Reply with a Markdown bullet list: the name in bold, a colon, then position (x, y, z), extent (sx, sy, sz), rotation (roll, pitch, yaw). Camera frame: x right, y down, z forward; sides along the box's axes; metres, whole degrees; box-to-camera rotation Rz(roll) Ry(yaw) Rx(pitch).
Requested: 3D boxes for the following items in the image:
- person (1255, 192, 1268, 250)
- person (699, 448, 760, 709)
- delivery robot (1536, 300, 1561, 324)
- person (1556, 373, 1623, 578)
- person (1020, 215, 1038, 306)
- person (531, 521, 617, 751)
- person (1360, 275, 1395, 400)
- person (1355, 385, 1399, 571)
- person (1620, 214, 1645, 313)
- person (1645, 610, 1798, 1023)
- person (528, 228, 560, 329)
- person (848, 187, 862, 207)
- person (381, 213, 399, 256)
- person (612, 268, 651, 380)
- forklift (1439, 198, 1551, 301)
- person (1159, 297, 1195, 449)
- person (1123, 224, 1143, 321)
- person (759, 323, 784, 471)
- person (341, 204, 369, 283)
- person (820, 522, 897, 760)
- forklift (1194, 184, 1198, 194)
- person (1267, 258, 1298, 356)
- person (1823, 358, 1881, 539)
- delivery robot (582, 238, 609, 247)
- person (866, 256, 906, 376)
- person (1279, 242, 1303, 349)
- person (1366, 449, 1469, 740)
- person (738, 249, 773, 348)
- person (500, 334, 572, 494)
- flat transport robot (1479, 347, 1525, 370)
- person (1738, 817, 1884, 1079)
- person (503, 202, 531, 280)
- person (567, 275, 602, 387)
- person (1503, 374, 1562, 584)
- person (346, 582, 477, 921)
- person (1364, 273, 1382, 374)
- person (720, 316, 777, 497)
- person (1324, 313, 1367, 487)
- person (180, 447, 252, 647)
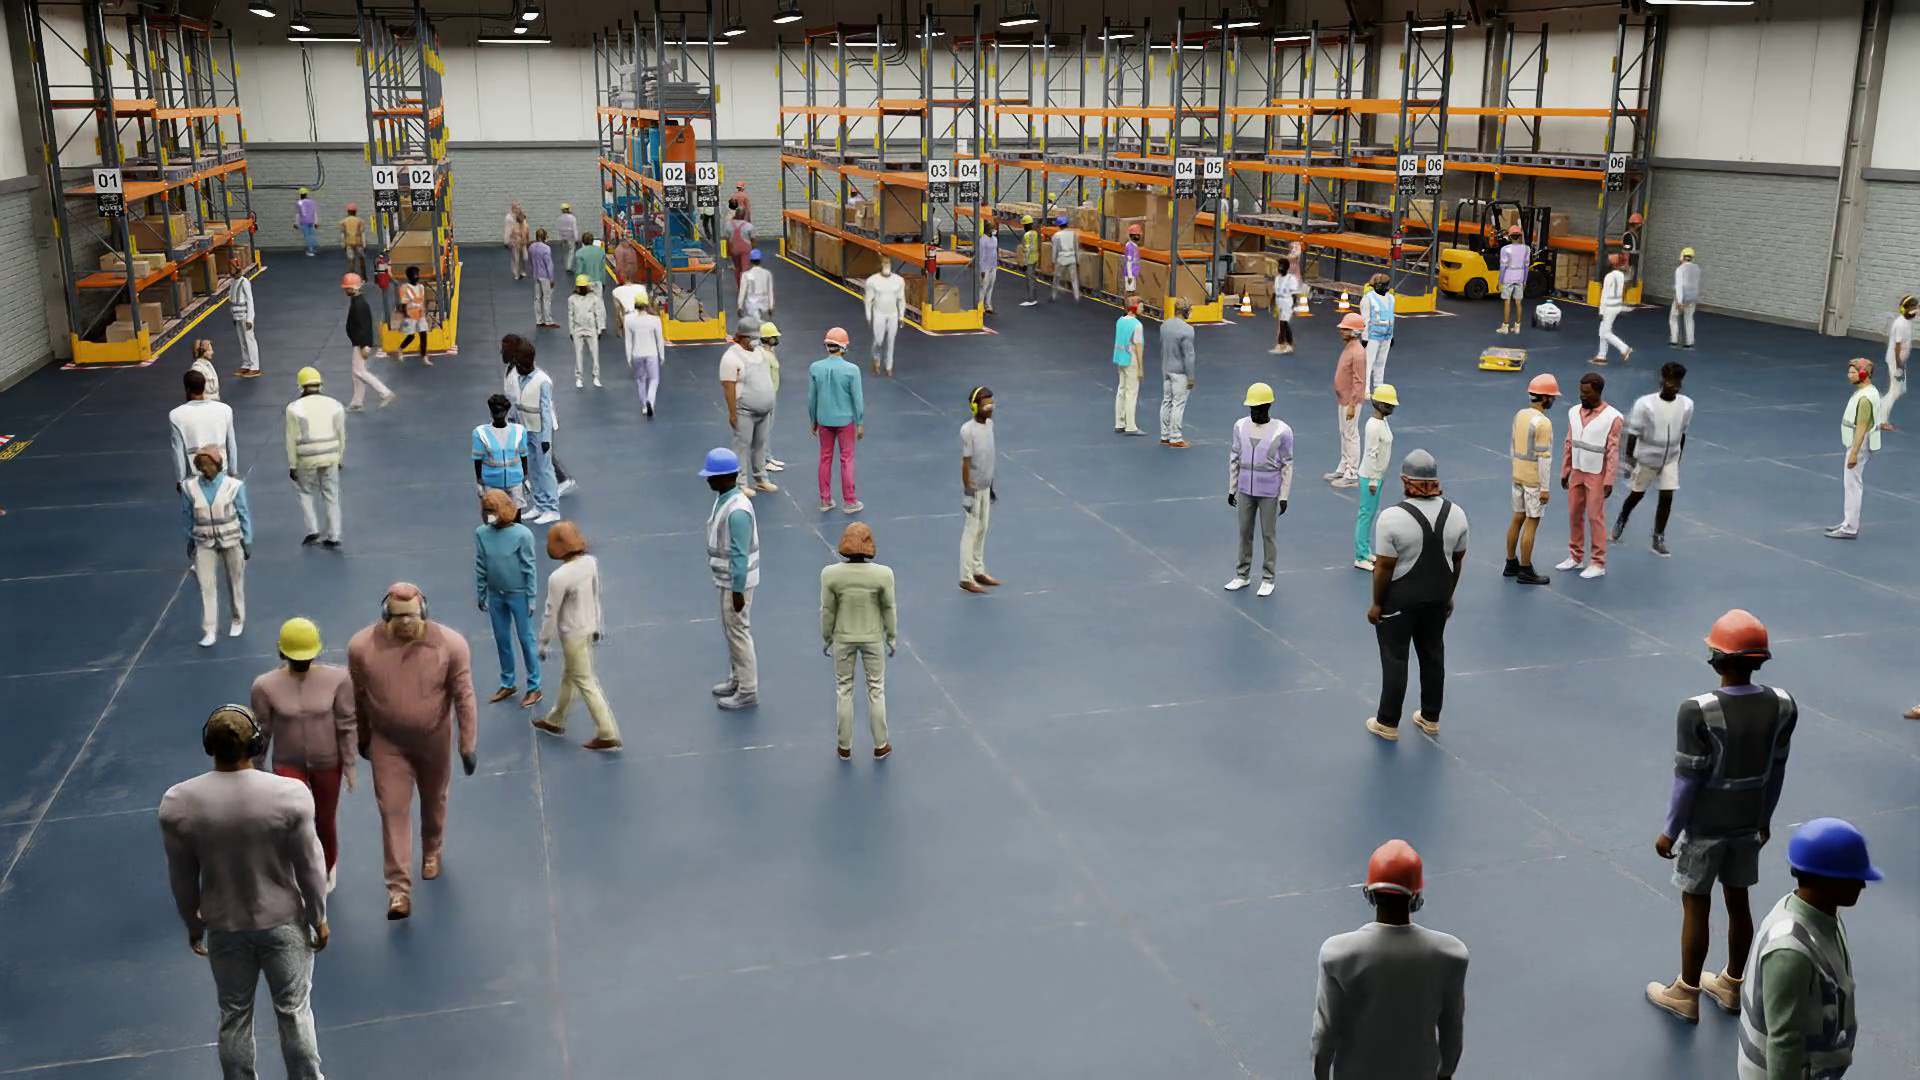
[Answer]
- **person**: position (8.871, -9.378, 48.795), extent (0.338, 1.742, 0.563), rotation (13, 20, 41)
- **person**: position (-1.666, 0.273, 12.117), extent (0.418, 1.938, 0.616), rotation (-4, 16, -16)
- **delivery robot**: position (11.375, -4.399, 32.157), extent (0.477, 0.478, 0.707), rotation (2, 15, 7)
- **person**: position (5.876, -0.617, 15.525), extent (0.401, 1.906, 0.598), rotation (-8, 17, -27)
- **person**: position (1.482, -5.997, 35.729), extent (0.383, 1.923, 0.588), rotation (6, 16, 21)
- **person**: position (-2.686, 0.649, 11.345), extent (0.769, 1.588, 0.510), rotation (5, 16, 17)
- **person**: position (6.190, -3.002, 24.617), extent (0.633, 1.843, 0.429), rotation (-9, 17, -31)
- **person**: position (3.938, -0.597, 15.719), extent (0.329, 1.763, 0.523), rotation (6, 16, 23)
- **person**: position (13.967, -5.756, 34.596), extent (0.390, 2.039, 0.615), rotation (10, 18, 33)
- **person**: position (3.620, 1.323, 7.955), extent (0.605, 2.044, 0.375), rotation (-4, 15, -14)
- **person**: position (-8.052, -5.043, 32.117), extent (0.629, 1.937, 0.373), rotation (11, 18, 35)
- **person**: position (-2.956, -9.163, 47.729), extent (0.707, 1.901, 0.563), rotation (14, 20, 42)
- **person**: position (-16.031, -8.951, 47.030), extent (0.630, 1.834, 0.429), rotation (1, 15, 4)
- **person**: position (-5.056, -3.341, 25.976), extent (0.643, 1.797, 0.620), rotation (-13, 19, -39)
- **forklift**: position (11.913, -6.508, 37.130), extent (2.313, 2.155, 1.214), rotation (-4, 15, -15)
- **person**: position (2.762, -2.117, 21.126), extent (0.384, 1.931, 0.631), rotation (-8, 17, -27)
- **person**: position (3.440, -5.283, 33.015), extent (0.379, 1.937, 0.548), rotation (5, 16, 17)
- **person**: position (-2.274, -1.717, 19.920), extent (0.309, 1.772, 0.525), rotation (-1, 15, -3)
- **person**: position (-14.540, -7.114, 39.972), extent (0.561, 1.896, 0.853), rotation (-3, 15, -10)
- **person**: position (-0.678, 0.679, 11.163), extent (0.507, 1.631, 0.278), rotation (0, 15, 0)
- **forklift**: position (7.392, -11.333, 53.972), extent (1.873, 2.768, 1.129), rotation (-4, 15, -15)
- **person**: position (5.563, -4.034, 28.805), extent (0.764, 1.667, 0.563), rotation (-8, 17, -27)
- **person**: position (9.070, -0.921, 16.810), extent (0.408, 1.831, 0.574), rotation (7, 17, 26)
- **delivery robot**: position (-10.175, -8.203, 46.472), extent (0.707, 0.478, 0.477), rotation (0, 15, 1)
- **person**: position (-1.178, -3.560, 26.554), extent (0.627, 1.923, 0.488), rotation (-5, 16, -17)
- **person**: position (5.880, -4.346, 29.580), extent (0.399, 1.899, 0.637), rotation (3, 15, 12)
- **person**: position (3.117, 0.367, 11.557), extent (0.688, 2.000, 0.536), rotation (-5, 16, -17)
- **person**: position (-3.423, -3.956, 28.102), extent (0.607, 1.901, 0.997), rotation (-13, 20, -41)
- **person**: position (-4.804, -1.350, 18.336), extent (0.975, 1.881, 0.599), rotation (-6, 16, -23)
- **flat transport robot**: position (9.044, -3.027, 27.719), extent (0.652, 0.197, 1.431), rotation (6, 16, 20)
- **person**: position (2.977, 1.902, 5.952), extent (0.380, 1.951, 0.605), rotation (9, 17, 31)
- **person**: position (-10.937, -7.353, 40.933), extent (0.572, 1.884, 0.725), rotation (10, 18, 32)
- **person**: position (-5.783, -3.222, 25.653), extent (0.503, 1.733, 0.341), rotation (-2, 15, -8)
- **person**: position (5.266, -0.562, 15.251), extent (0.364, 1.934, 0.552), rotation (-3, 15, -10)
- **person**: position (-2.983, 1.119, 9.103), extent (0.671, 1.839, 1.066), rotation (-4, 15, -16)
- **person**: position (6.690, -3.498, 26.903), extent (0.279, 1.628, 0.505), rotation (-6, 16, -23)
- **person**: position (-2.327, -1.503, 18.591), extent (0.535, 2.000, 0.684), rotation (9, 18, 32)
- **person**: position (4.453, -1.607, 19.067), extent (0.375, 1.997, 0.608), rotation (0, 15, 1)
- **person**: position (-6.031, 0.068, 13.487), extent (0.541, 1.606, 0.758), rotation (-3, 15, -12)
